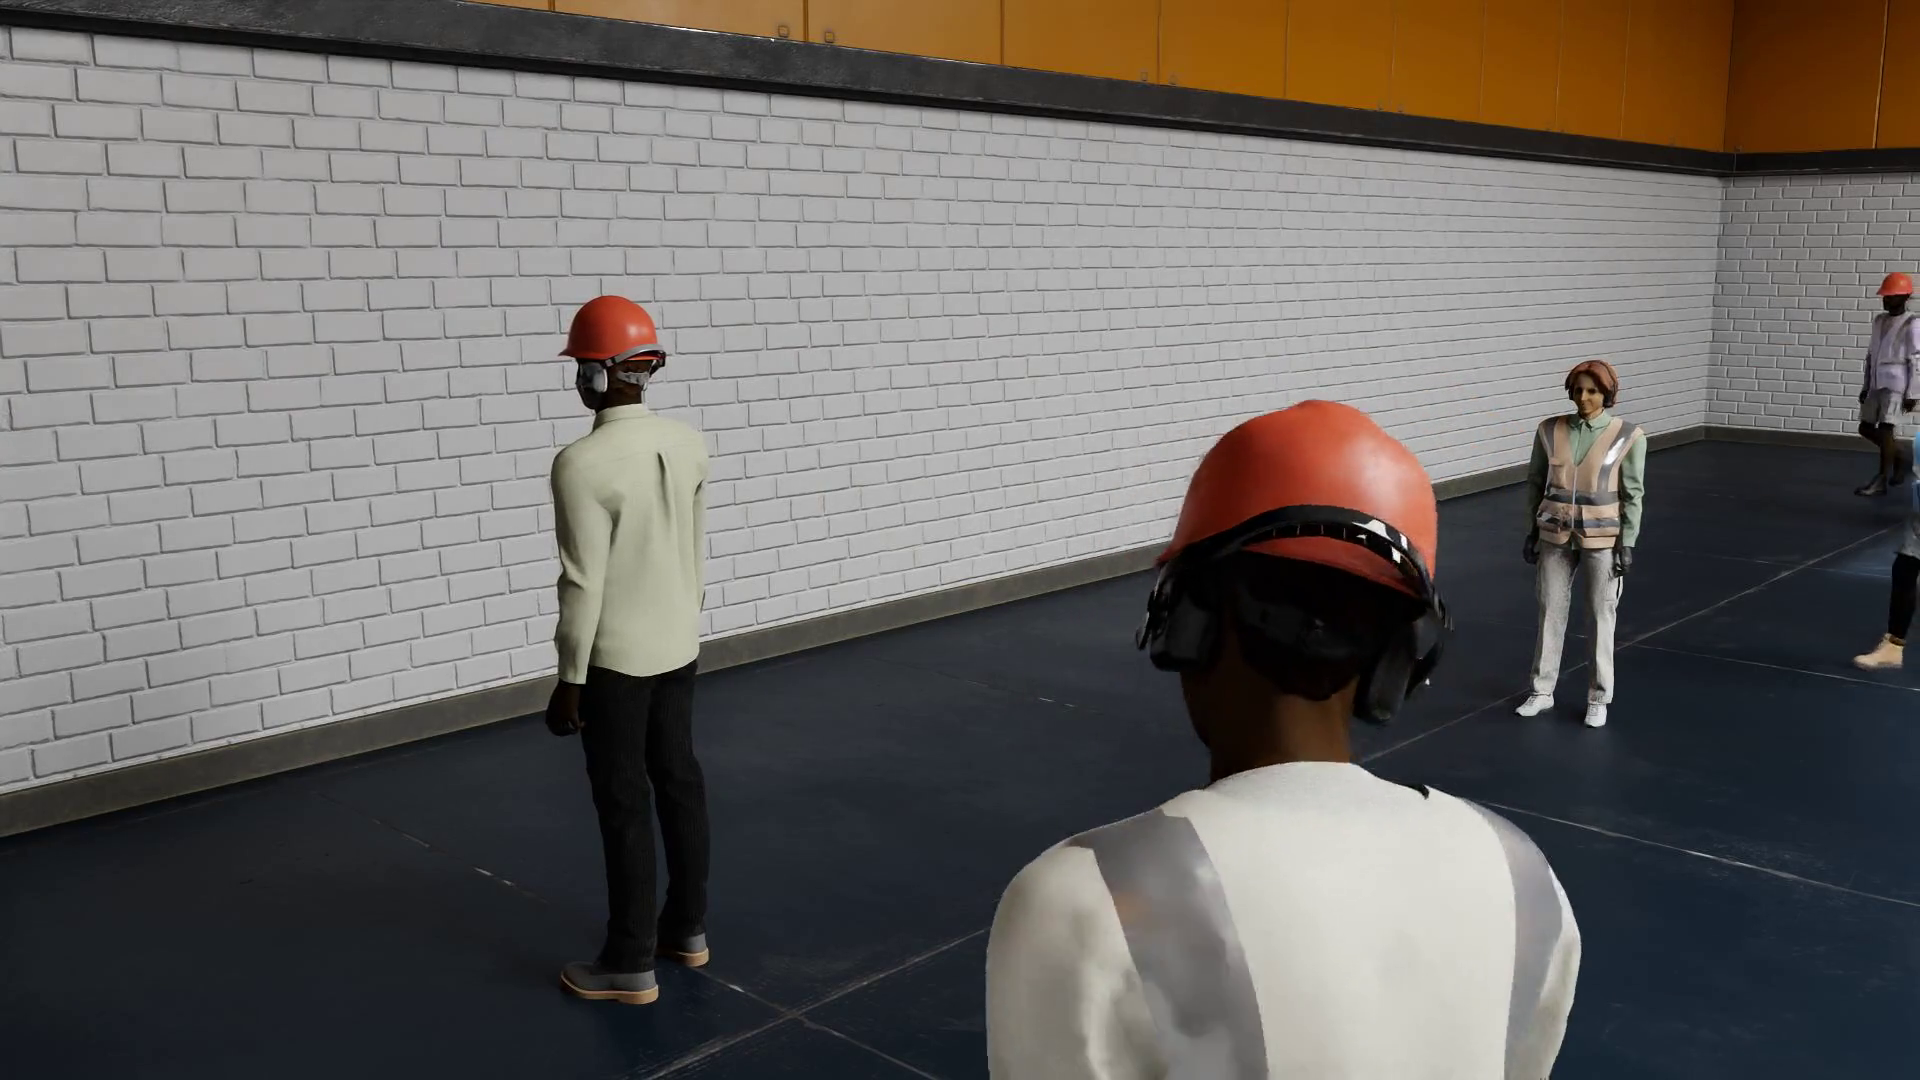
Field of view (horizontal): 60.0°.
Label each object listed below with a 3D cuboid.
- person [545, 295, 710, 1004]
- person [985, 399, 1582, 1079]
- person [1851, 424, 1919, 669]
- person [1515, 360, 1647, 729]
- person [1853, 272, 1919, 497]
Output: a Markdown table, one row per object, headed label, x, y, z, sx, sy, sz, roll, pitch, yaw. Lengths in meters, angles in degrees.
| label | x | y | z | sx | sy | sz | roll | pitch | yaw |
| --- | --- | --- | --- | --- | --- | --- | --- | --- | --- |
| person | -0.943 | 0.314 | 4.723 | 0.379 | 1.996 | 0.611 | 5 | 11 | 27 |
| person | 0.292 | 0.892 | 1.445 | 0.667 | 1.990 | 0.698 | -6 | 11 | -29 |
| person | 4.989 | -0.148 | 8.285 | 0.799 | 1.667 | 0.528 | 0 | 10 | -2 |
| person | 2.777 | 0.015 | 7.449 | 0.512 | 1.637 | 0.307 | 8 | 13 | 37 |
| person | 8.006 | -1.322 | 14.239 | 0.552 | 1.923 | 0.569 | -2 | 10 | -9 |
